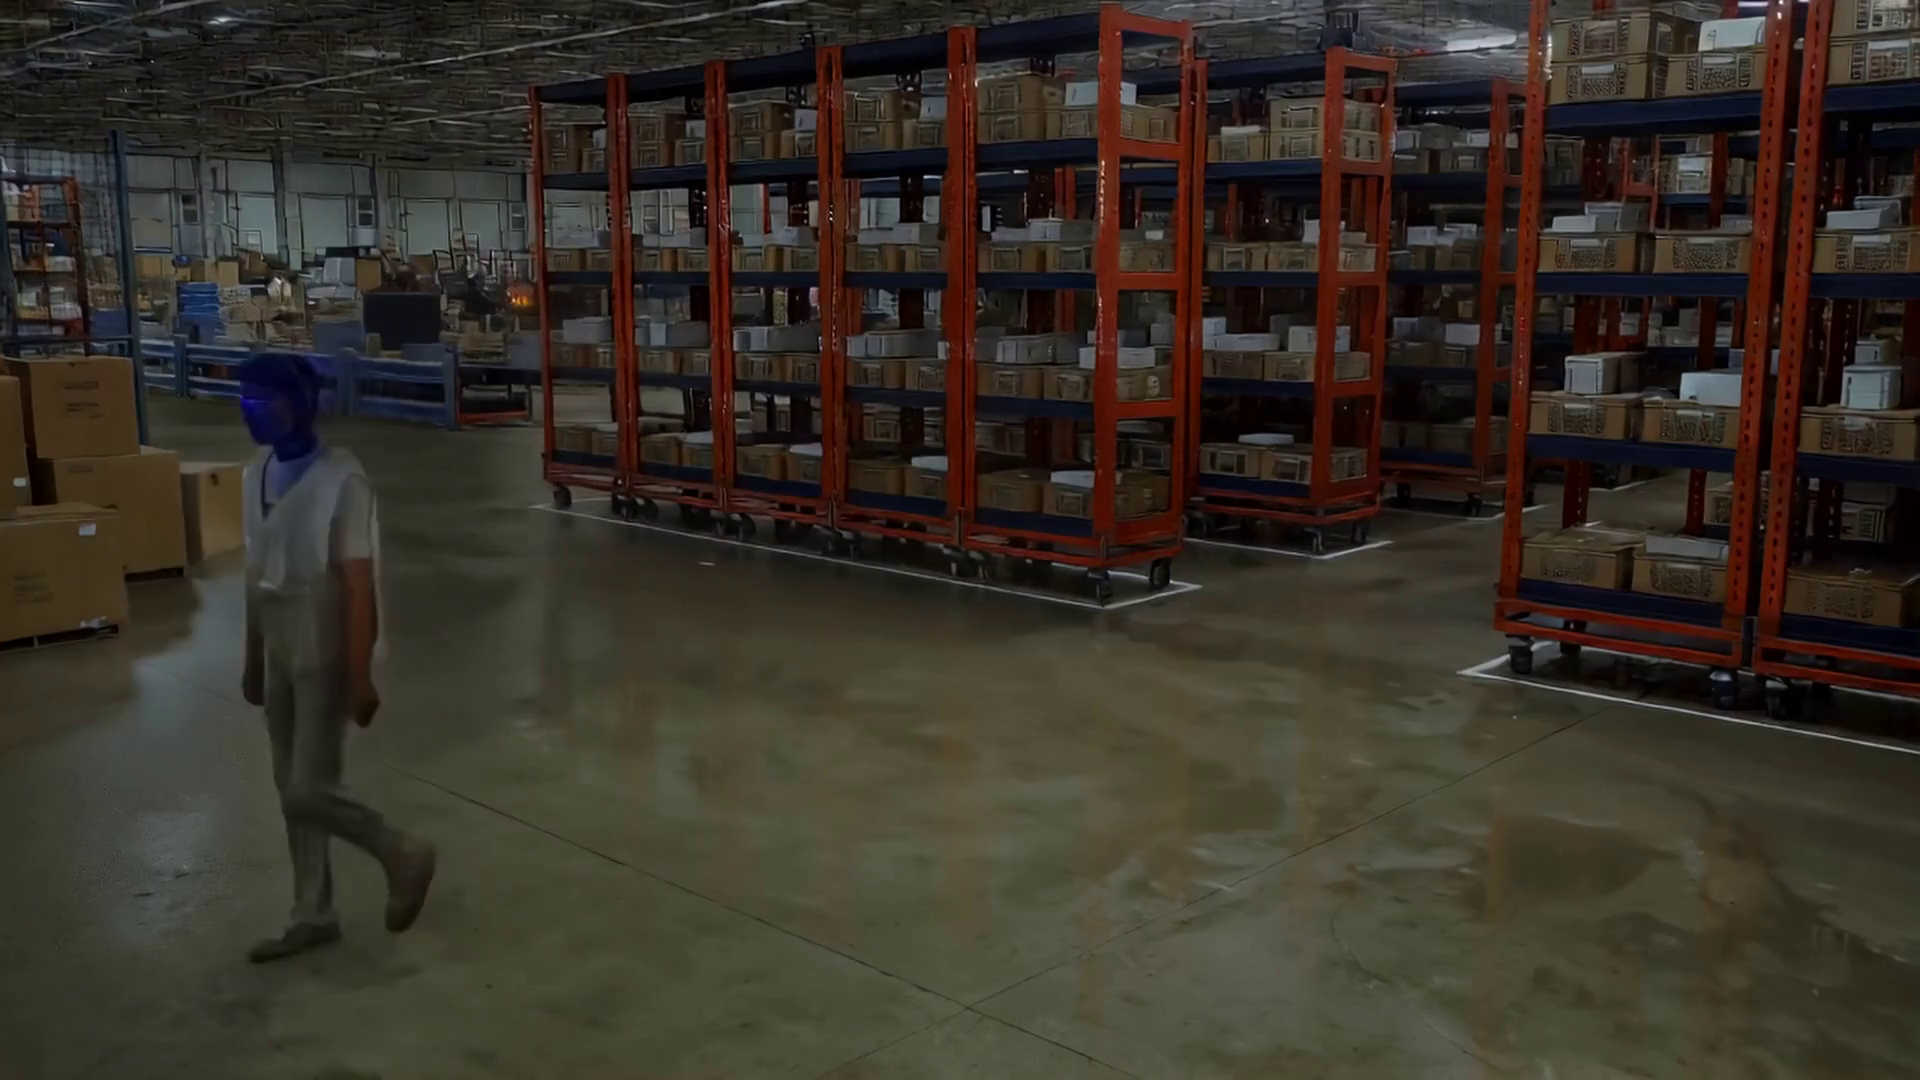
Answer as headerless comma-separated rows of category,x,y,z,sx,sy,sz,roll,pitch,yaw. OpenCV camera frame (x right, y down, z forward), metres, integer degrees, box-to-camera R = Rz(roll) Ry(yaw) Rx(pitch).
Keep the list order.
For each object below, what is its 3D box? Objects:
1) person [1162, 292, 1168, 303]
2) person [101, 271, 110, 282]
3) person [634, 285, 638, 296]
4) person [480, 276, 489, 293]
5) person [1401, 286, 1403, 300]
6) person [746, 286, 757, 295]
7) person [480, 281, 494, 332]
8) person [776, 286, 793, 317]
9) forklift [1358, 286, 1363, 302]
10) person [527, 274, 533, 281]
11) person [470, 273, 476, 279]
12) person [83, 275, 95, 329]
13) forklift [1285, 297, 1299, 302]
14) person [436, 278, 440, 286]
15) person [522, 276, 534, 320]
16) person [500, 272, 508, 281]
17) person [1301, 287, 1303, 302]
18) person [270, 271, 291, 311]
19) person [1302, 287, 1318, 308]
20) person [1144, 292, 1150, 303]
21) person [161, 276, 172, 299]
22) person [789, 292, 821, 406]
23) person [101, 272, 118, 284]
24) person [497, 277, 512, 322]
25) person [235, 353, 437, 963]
person,7.949,-9.256,63.786,0.952,1.860,0.679,7,11,35
person,-38.293,-11.097,74.826,0.379,1.951,0.605,4,10,22
person,-20.911,-16.179,107.055,0.541,1.587,0.849,7,11,35
person,-22.744,-11.760,79.561,0.574,1.726,0.724,8,12,42
person,12.638,-6.462,47.389,0.514,1.612,0.598,-4,10,-23
person,-9.146,-10.859,73.410,0.552,1.934,0.373,-1,9,-6
person,-12.722,-6.042,44.453,0.650,1.743,0.530,1,9,9
person,-4.893,-6.401,46.875,0.572,1.678,0.549,9,13,44
forklift,11.100,-7.017,46.970,1.873,2.768,1.129,9,13,43
person,-22.188,-12.827,85.812,0.625,1.821,0.547,0,9,0
person,-22.098,-11.191,75.612,0.982,1.875,0.599,-5,11,-30
person,-29.660,-8.085,56.621,0.310,1.864,0.534,2,9,12
forklift,12.282,-8.856,58.241,1.129,2.768,1.873,-5,10,-26
person,-25.448,-12.032,81.447,0.531,1.660,0.855,-5,11,-30
person,-15.374,-8.409,58.736,0.508,1.837,0.875,8,12,40
person,-25.740,-14.235,94.188,0.553,1.915,0.746,2,9,11
person,10.340,-6.986,49.656,0.376,1.940,0.629,4,10,26
person,-21.609,-7.553,52.953,0.624,1.993,1.031,-5,11,-29
person,5.609,-3.148,26.312,0.709,1.887,0.652,-7,12,-37
person,7.032,-9.021,62.874,0.322,1.697,0.535,1,9,6
person,-36.250,-11.179,75.963,0.312,1.742,0.493,7,12,38
person,-1.849,-2.193,20.756,0.601,1.789,0.922,7,11,36
person,-33.531,-9.580,65.583,0.686,1.928,0.845,-9,13,-42
person,-16.246,-8.428,59.031,0.641,1.773,0.679,6,11,33
person,-1.932,0.355,4.997,0.568,1.828,0.452,7,12,38
